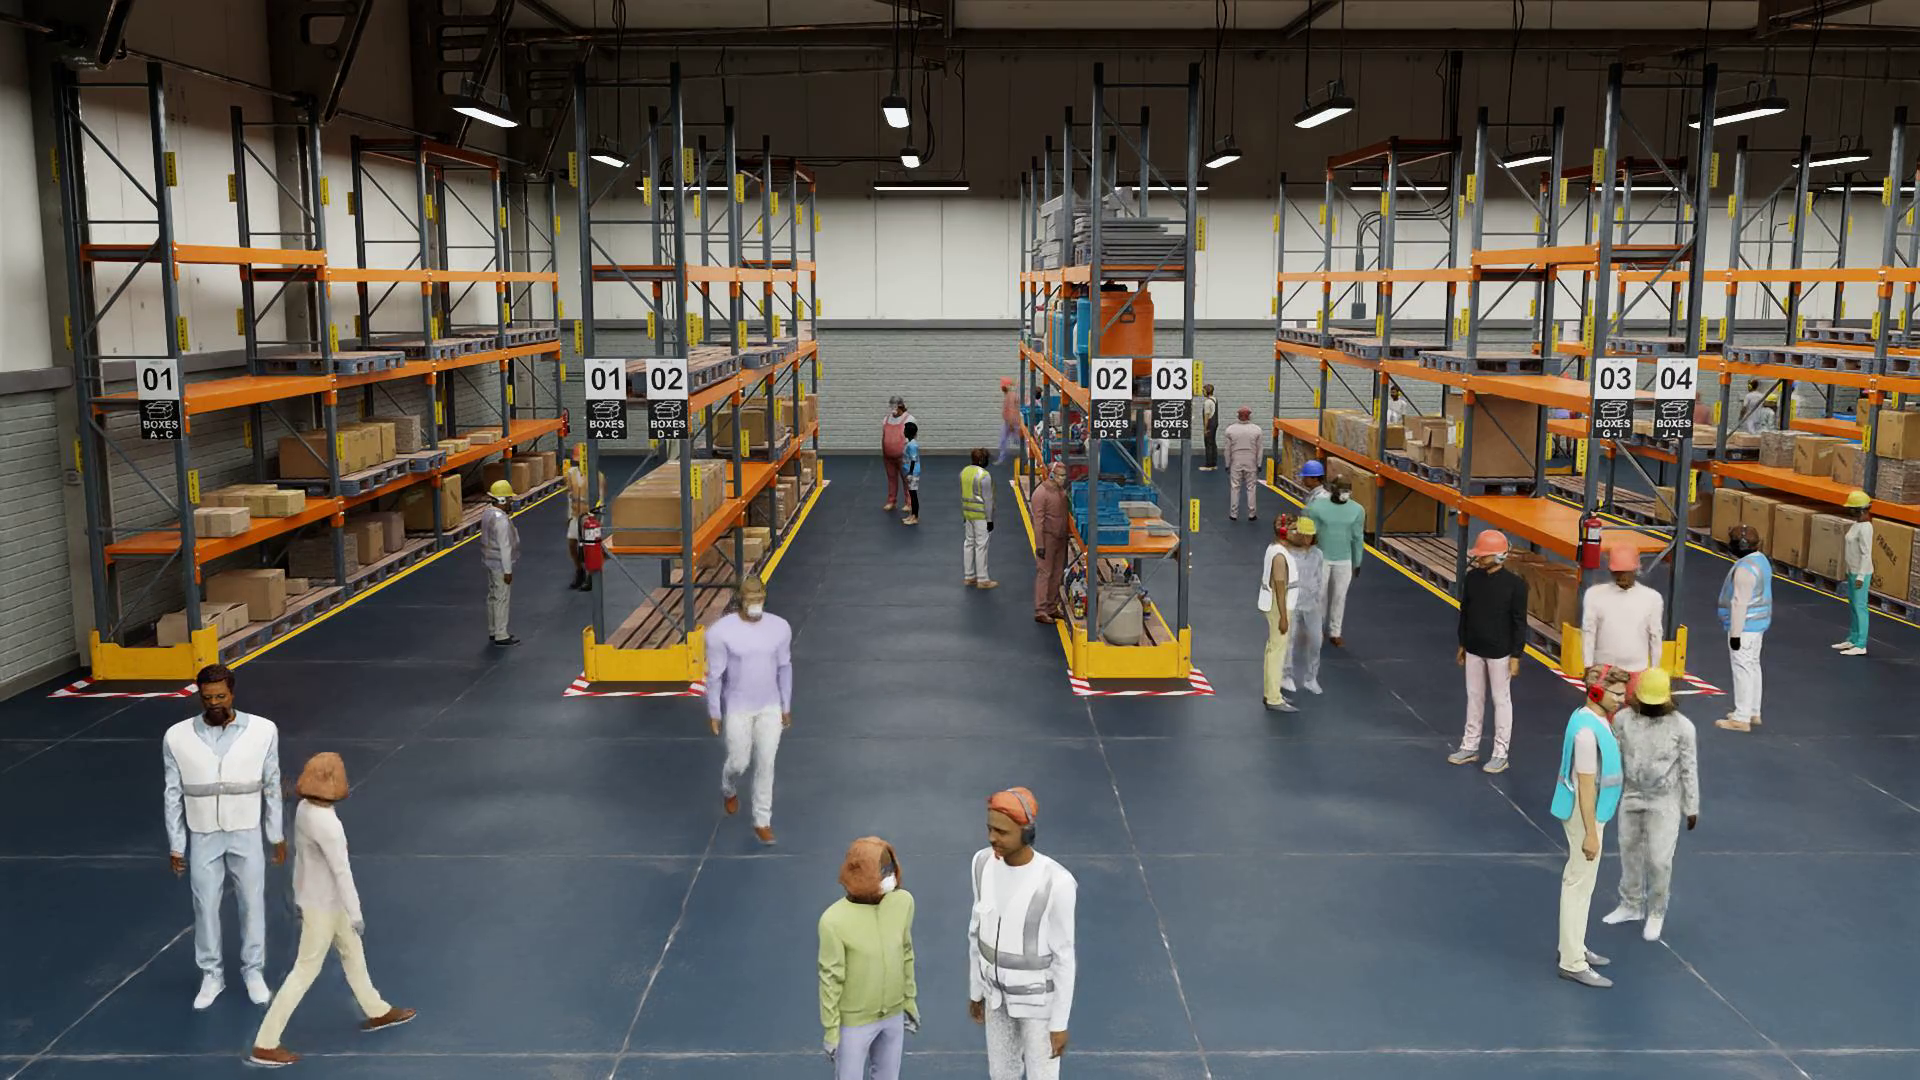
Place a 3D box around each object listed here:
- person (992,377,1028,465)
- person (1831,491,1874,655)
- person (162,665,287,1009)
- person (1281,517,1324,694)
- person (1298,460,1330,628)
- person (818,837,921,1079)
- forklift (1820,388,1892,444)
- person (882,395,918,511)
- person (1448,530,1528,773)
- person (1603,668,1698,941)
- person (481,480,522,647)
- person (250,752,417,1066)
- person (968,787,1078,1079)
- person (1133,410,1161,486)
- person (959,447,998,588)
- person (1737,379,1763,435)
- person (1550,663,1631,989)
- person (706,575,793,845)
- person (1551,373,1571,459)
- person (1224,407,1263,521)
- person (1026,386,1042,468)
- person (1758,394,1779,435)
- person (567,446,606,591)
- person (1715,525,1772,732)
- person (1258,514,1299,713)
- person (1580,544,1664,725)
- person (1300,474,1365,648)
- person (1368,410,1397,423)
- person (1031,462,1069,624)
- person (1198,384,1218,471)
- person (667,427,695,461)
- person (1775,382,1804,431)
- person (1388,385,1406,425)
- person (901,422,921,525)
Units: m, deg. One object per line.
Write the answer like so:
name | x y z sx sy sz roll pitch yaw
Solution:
person | 1.190 -2.574 36.051 0.912 1.945 0.656 -2 9 -13
person | 9.565 0.354 17.762 0.329 1.763 0.523 3 9 17
person | -4.042 1.620 9.173 0.608 1.914 0.383 -4 10 -22
person | 3.311 0.638 16.064 0.492 1.726 0.601 -2 9 -15
person | 4.091 0.047 19.151 0.407 1.944 0.614 0 9 3
person | -0.385 2.065 7.165 0.508 1.632 0.273 -8 12 -40
forklift | 20.072 -3.110 36.462 1.873 2.768 1.129 0 9 0
person | -1.096 -1.514 28.886 0.682 2.000 0.535 5 10 29
person | 4.304 0.895 13.558 0.391 1.987 0.608 -6 11 -35
person | 4.172 1.580 10.068 0.527 1.695 0.571 -9 12 -44
person | -5.023 0.253 18.208 0.403 1.827 0.598 -6 10 -32
person | -3.288 1.870 8.564 0.867 1.588 0.520 -6 11 -35
person | 0.252 1.958 7.080 0.577 1.879 0.348 9 12 44
person | 3.630 -1.970 32.280 0.635 1.890 0.471 8 12 43
person | 0.255 -0.294 21.683 0.429 1.840 0.634 -6 11 -33
person | 17.514 -2.653 36.916 0.527 1.818 0.883 -4 10 -23
person | 3.578 1.600 9.501 0.389 1.837 0.563 3 9 21
person | -1.507 1.185 11.897 0.644 1.924 0.663 -4 10 -26
person | 13.591 -2.795 37.459 0.551 1.935 0.372 2 9 11
person | 4.729 -1.269 27.740 0.642 1.909 0.410 1 9 9
person | 1.557 -2.266 34.370 0.429 1.842 0.626 -1 9 -4
person | 16.310 -2.089 33.581 0.317 1.733 0.491 0 9 0
person | -4.843 -0.300 21.487 0.610 1.917 0.497 3 9 21
person | 6.980 0.780 14.832 0.432 1.836 0.626 7 11 38
person | 2.967 0.667 15.477 0.390 1.846 0.563 1 9 6
person | 5.127 1.009 12.913 0.605 1.949 0.926 3 9 21
person | 4.051 0.224 18.085 0.660 1.920 0.481 0 9 0
person | 7.861 -1.798 31.078 0.546 1.928 0.390 1 9 6
person | 1.090 0.025 19.465 0.401 1.896 0.650 6 11 34
person | 5.256 -2.366 35.023 0.348 1.839 0.504 5 10 32
person | -4.611 -1.227 27.183 0.611 1.995 0.380 -8 12 -43
person | 17.686 -2.465 35.423 0.624 1.915 0.920 0 9 -2
person | 8.981 -2.270 34.352 0.330 1.860 0.504 -7 11 -39
person | -0.805 -1.090 27.262 0.317 1.697 0.534 -1 9 -4
